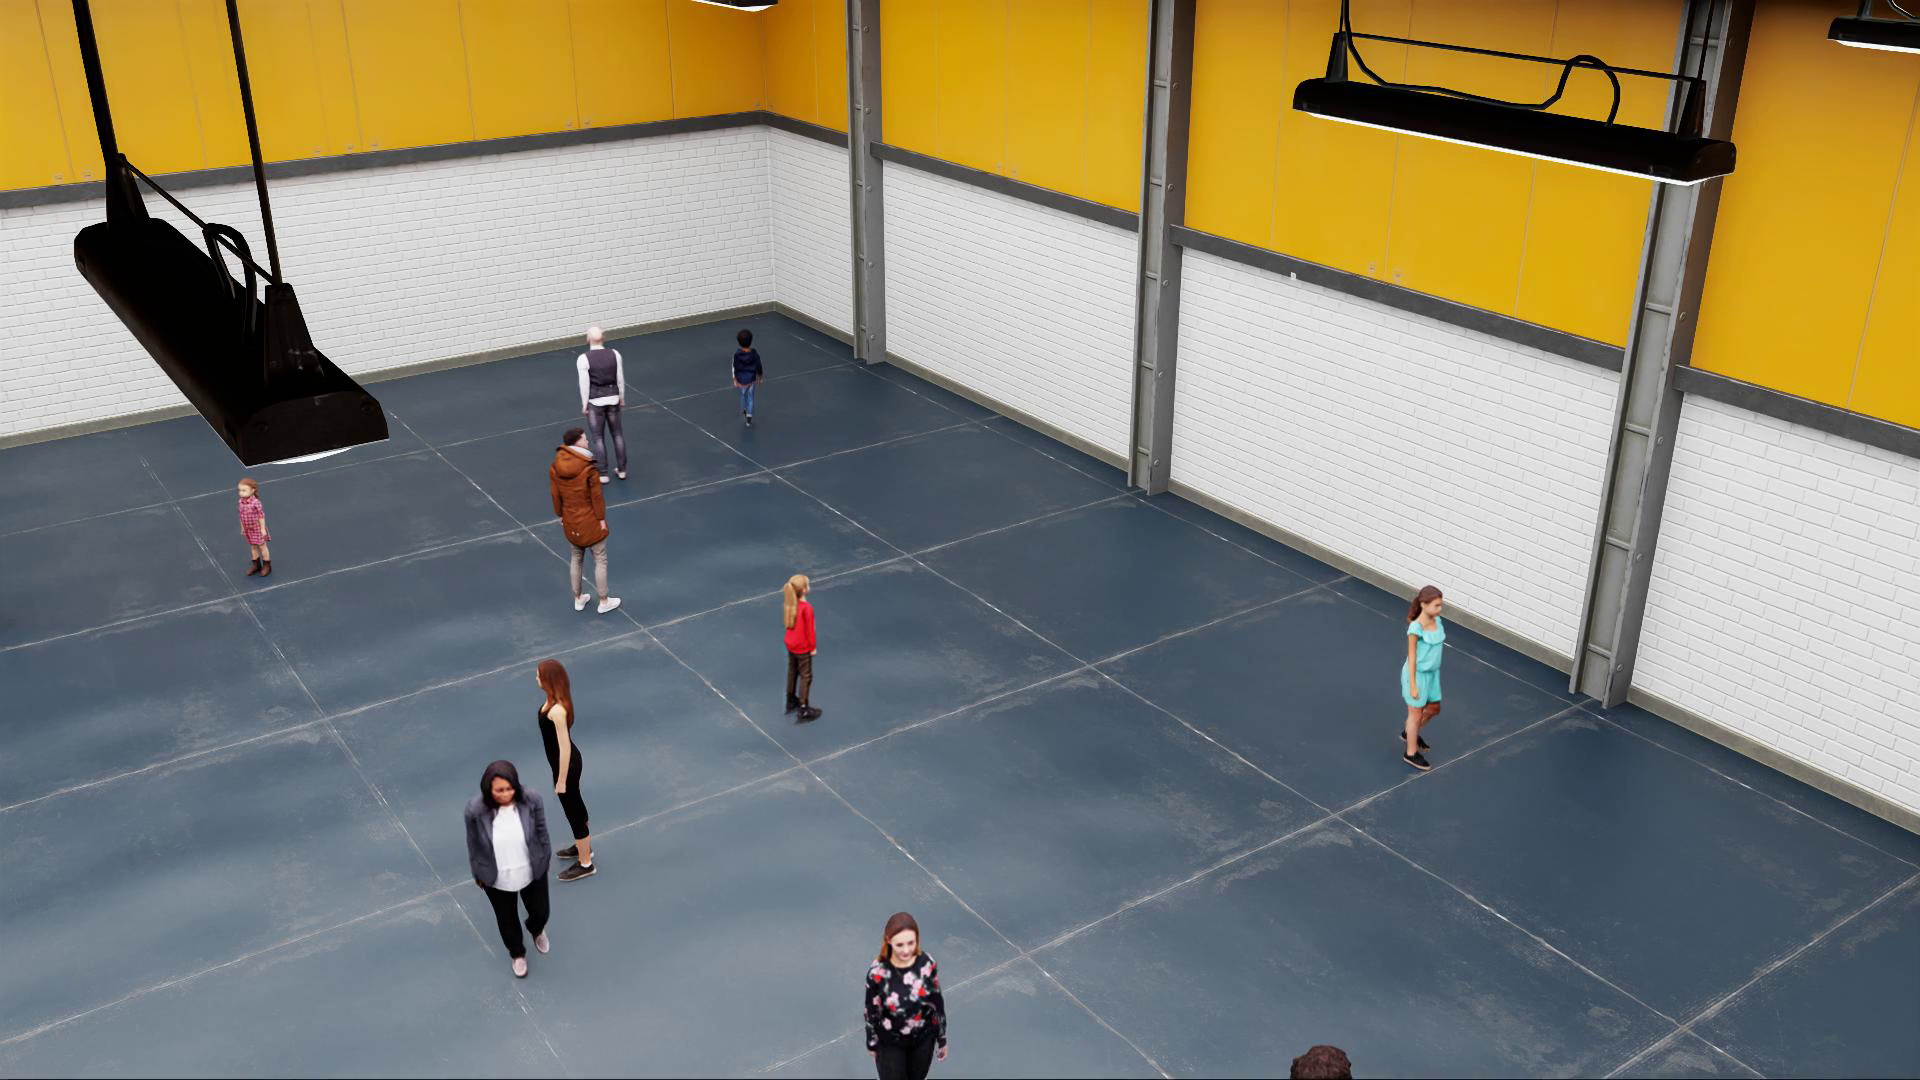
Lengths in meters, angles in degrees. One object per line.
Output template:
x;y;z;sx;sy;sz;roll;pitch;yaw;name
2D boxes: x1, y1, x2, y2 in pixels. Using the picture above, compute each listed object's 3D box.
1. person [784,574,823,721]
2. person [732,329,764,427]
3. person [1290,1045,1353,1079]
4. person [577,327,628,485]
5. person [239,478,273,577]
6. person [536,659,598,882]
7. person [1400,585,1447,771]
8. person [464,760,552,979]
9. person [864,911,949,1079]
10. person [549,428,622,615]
-1.357;0.891;14.095;0.570;1.278;0.432;-18;29;-35;person
-2.674;-2.013;20.851;0.756;1.189;0.908;-3;24;-7;person
1.689;3.224;8.111;0.601;1.796;0.743;15;28;31;person
-4.083;-1.549;18.999;0.674;1.822;0.551;-16;28;-32;person
-7.119;-0.146;16.786;0.497;1.022;0.565;7;25;16;person
-2.813;1.617;11.878;0.707;1.724;0.574;-5;24;-12;person
3.668;1.063;13.356;0.542;1.556;0.630;-16;28;-32;person
-2.941;2.112;10.916;0.764;1.588;0.797;-8;25;-19;person
-0.334;2.747;9.361;0.643;1.670;0.640;-9;25;-21;person
-3.587;-0.180;15.848;0.821;1.837;0.905;9;25;20;person
